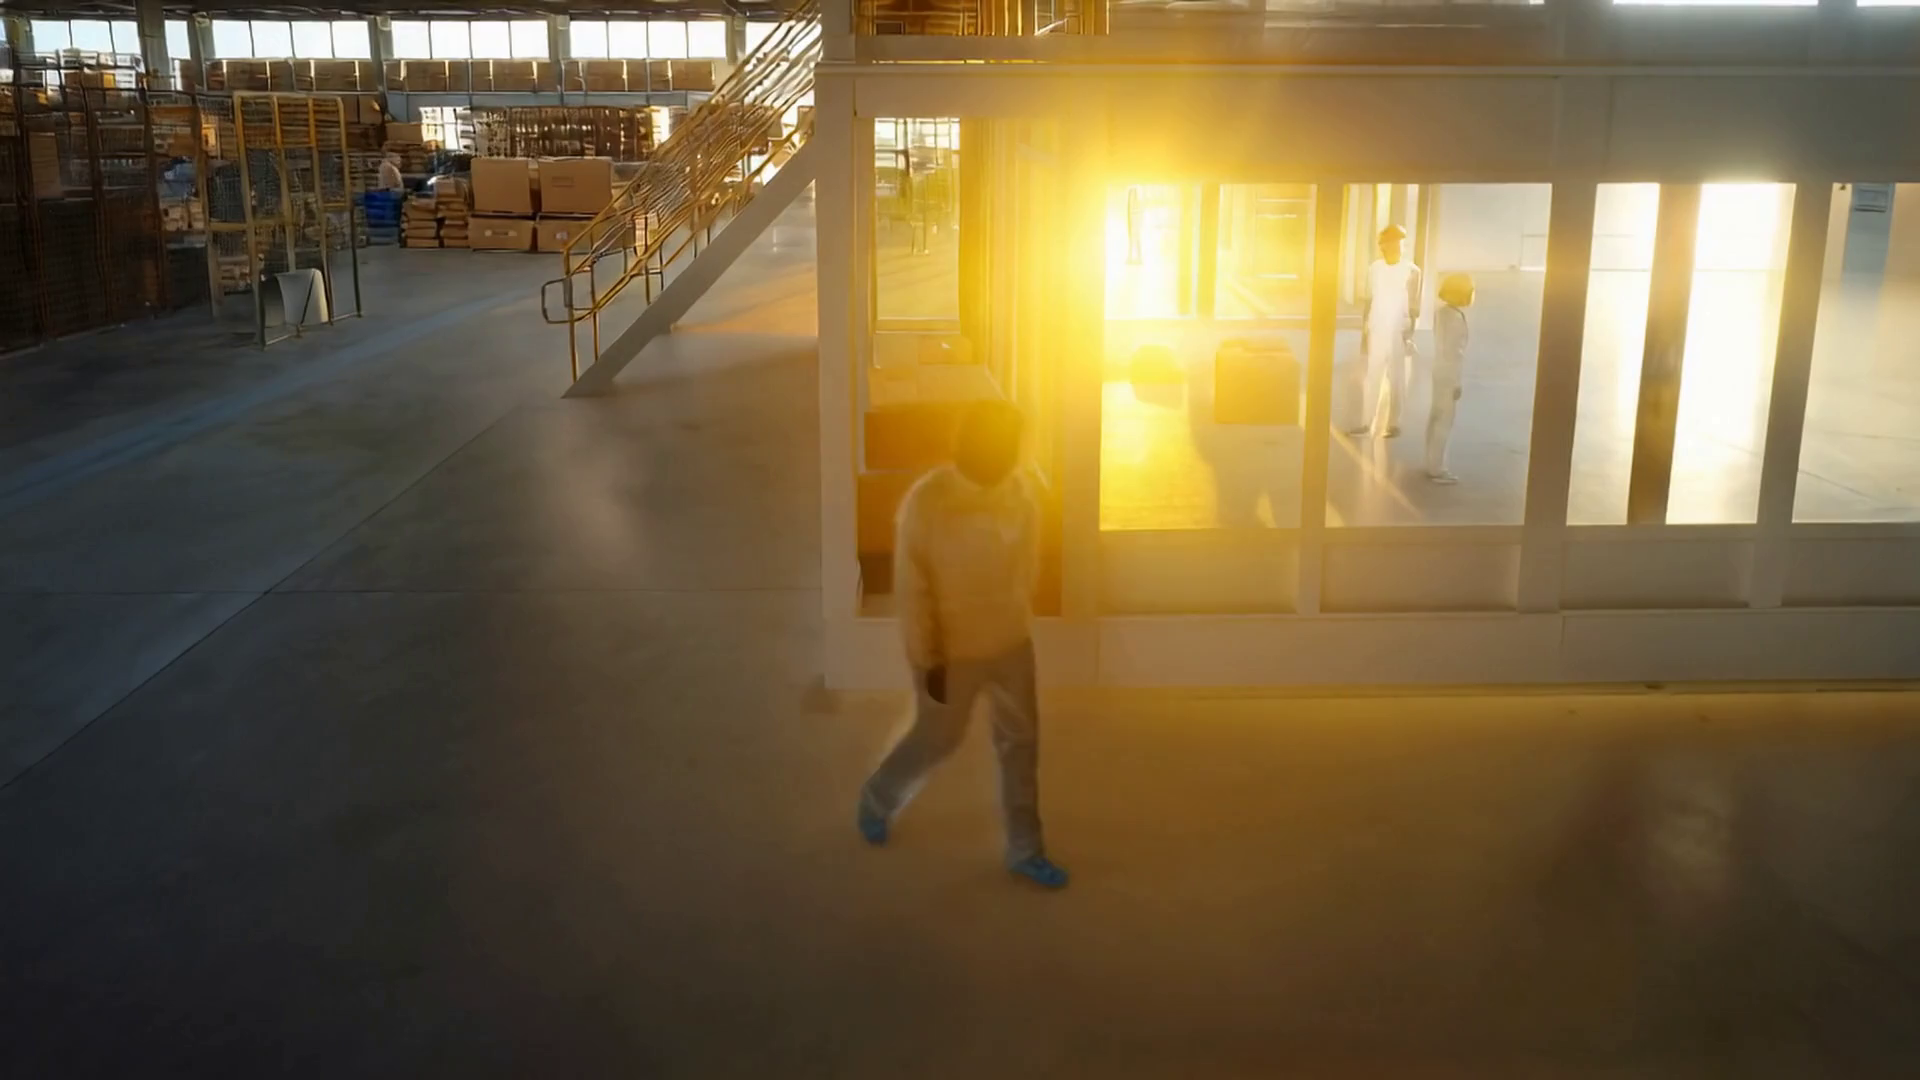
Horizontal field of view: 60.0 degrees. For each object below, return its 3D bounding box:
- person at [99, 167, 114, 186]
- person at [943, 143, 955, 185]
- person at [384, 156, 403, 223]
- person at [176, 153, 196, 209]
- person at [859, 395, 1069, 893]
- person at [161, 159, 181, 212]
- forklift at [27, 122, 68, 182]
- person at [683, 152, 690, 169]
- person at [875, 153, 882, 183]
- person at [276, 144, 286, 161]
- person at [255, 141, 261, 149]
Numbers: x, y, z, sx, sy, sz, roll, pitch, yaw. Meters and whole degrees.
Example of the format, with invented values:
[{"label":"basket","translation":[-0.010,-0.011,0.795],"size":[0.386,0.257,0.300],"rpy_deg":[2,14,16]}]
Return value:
[{"label":"person","translation":[-16.266,-6.134,31.764],"size":[0.641,1.942,1.015],"rpy_deg":[11,17,36]},{"label":"person","translation":[-0.554,-16.801,74.482],"size":[0.565,1.889,0.668],"rpy_deg":[4,15,16]},{"label":"person","translation":[-13.771,-8.310,40.356],"size":[0.689,1.994,0.625],"rpy_deg":[4,15,16]},{"label":"person","translation":[-24.898,-11.516,53.518],"size":[0.620,1.812,0.441],"rpy_deg":[0,14,-2]},{"label":"person","translation":[0.002,0.355,6.093],"size":[0.629,1.812,0.861],"rpy_deg":[-12,19,-41]},{"label":"person","translation":[-24.271,-10.849,51.137],"size":[0.541,1.679,0.582],"rpy_deg":[0,14,-1]},{"label":"forklift","translation":[-35.376,-14.773,64.377],"size":[1.129,2.768,1.873],"rpy_deg":[-1,14,-2]},{"label":"person","translation":[-10.627,-14.425,65.246],"size":[0.533,1.768,0.311],"rpy_deg":[14,19,43]},{"label":"person","translation":[-3.770,-16.128,71.954],"size":[0.754,1.810,0.599],"rpy_deg":[12,18,39]},{"label":"person","translation":[-31.048,-17.215,75.973],"size":[0.620,1.964,0.613],"rpy_deg":[-4,15,-15]},{"label":"person","translation":[-38.711,-21.174,92.153],"size":[0.893,1.808,0.629],"rpy_deg":[-8,16,-28]}]
